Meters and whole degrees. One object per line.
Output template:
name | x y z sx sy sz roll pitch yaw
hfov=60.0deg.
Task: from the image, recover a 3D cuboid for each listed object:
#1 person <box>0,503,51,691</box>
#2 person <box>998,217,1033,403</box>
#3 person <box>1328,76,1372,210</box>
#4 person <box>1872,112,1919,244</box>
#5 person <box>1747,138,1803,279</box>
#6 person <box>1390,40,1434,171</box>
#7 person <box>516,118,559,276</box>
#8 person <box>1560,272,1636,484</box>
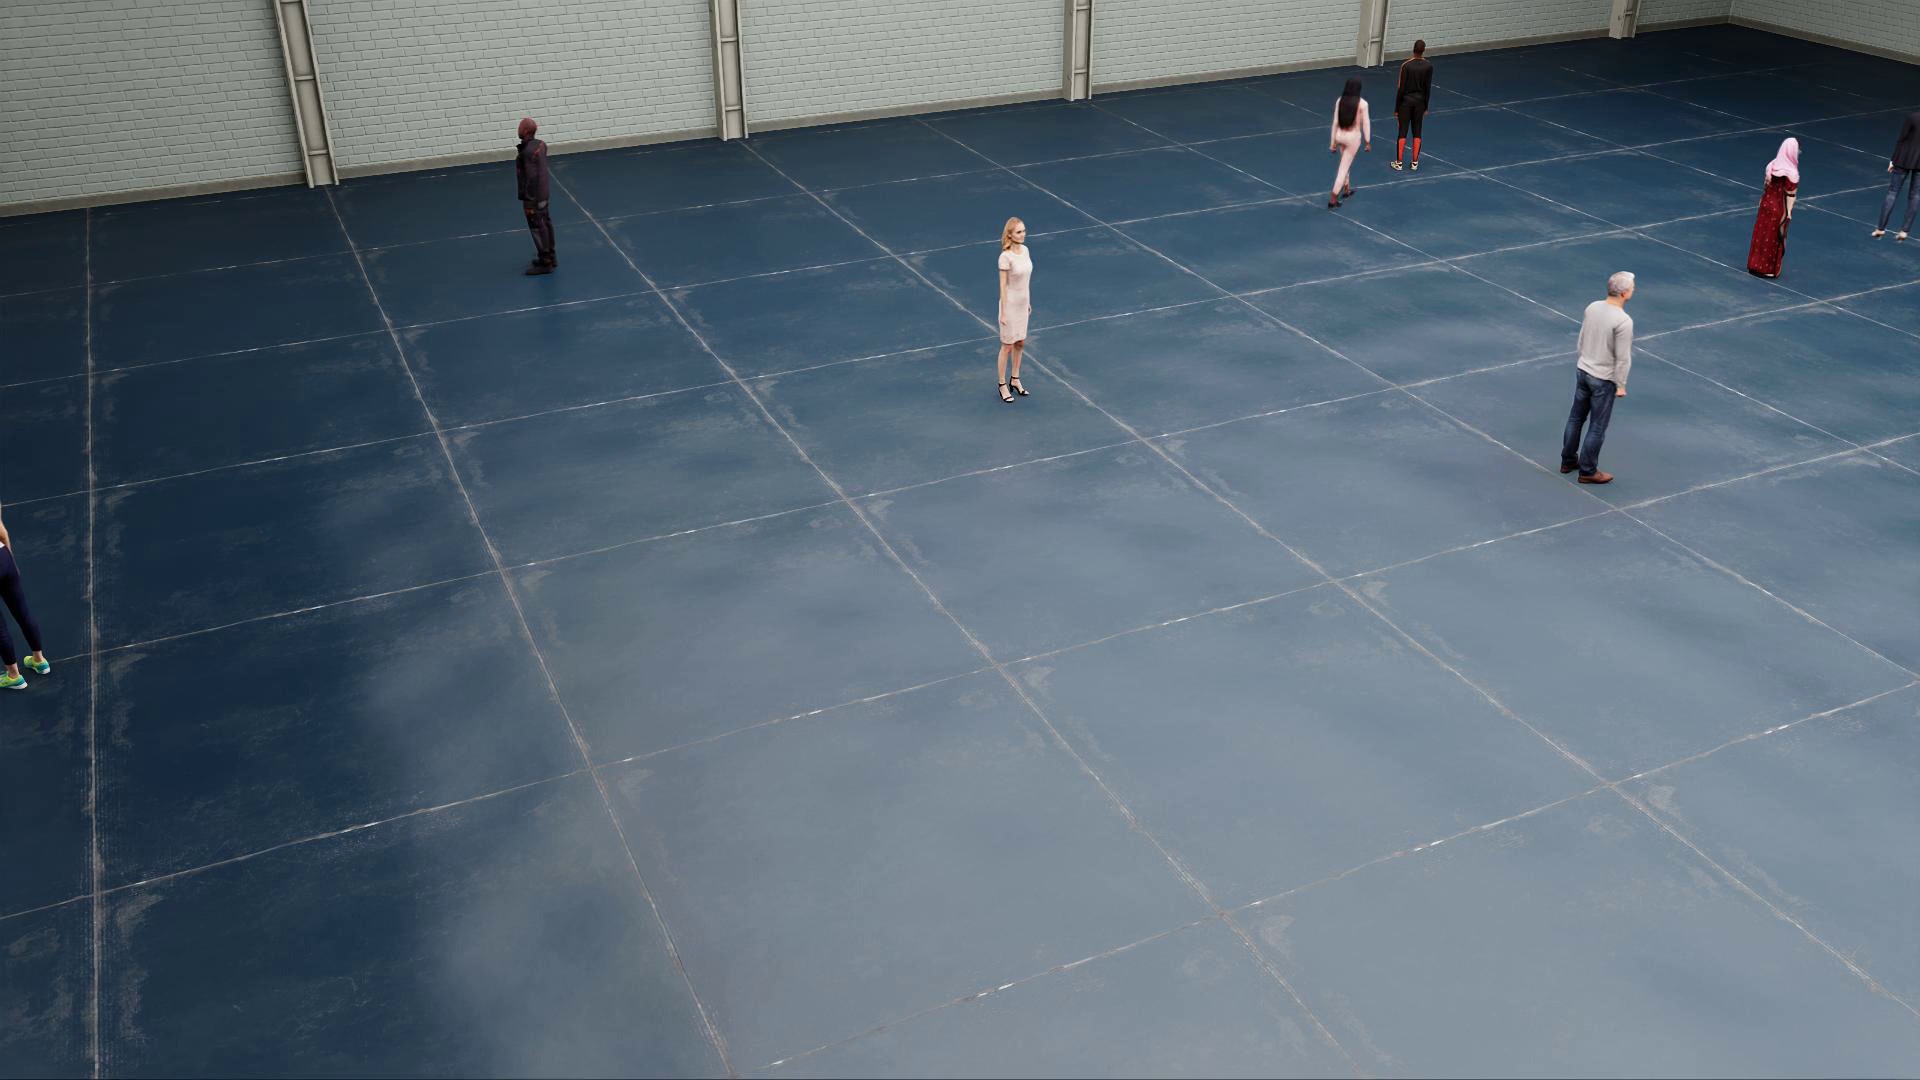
person | -6.774 0.247 11.634 0.742 1.702 0.669 12 30 21
person | 0.521 -2.252 16.191 0.703 1.830 0.563 23 36 37
person | 5.042 -5.182 21.842 1.060 1.689 0.818 -23 36 -37
person | 10.729 -4.251 18.777 0.823 1.782 0.786 11 30 20
person | 9.567 -3.899 19.488 0.682 1.636 0.716 -5 29 -10
person | 6.407 -6.174 23.579 0.607 1.808 0.764 -1 28 -3
person | -4.984 -4.065 19.599 0.769 1.826 0.788 0 28 1
person | 5.598 -1.432 14.566 0.640 1.909 0.754 -10 29 -17
